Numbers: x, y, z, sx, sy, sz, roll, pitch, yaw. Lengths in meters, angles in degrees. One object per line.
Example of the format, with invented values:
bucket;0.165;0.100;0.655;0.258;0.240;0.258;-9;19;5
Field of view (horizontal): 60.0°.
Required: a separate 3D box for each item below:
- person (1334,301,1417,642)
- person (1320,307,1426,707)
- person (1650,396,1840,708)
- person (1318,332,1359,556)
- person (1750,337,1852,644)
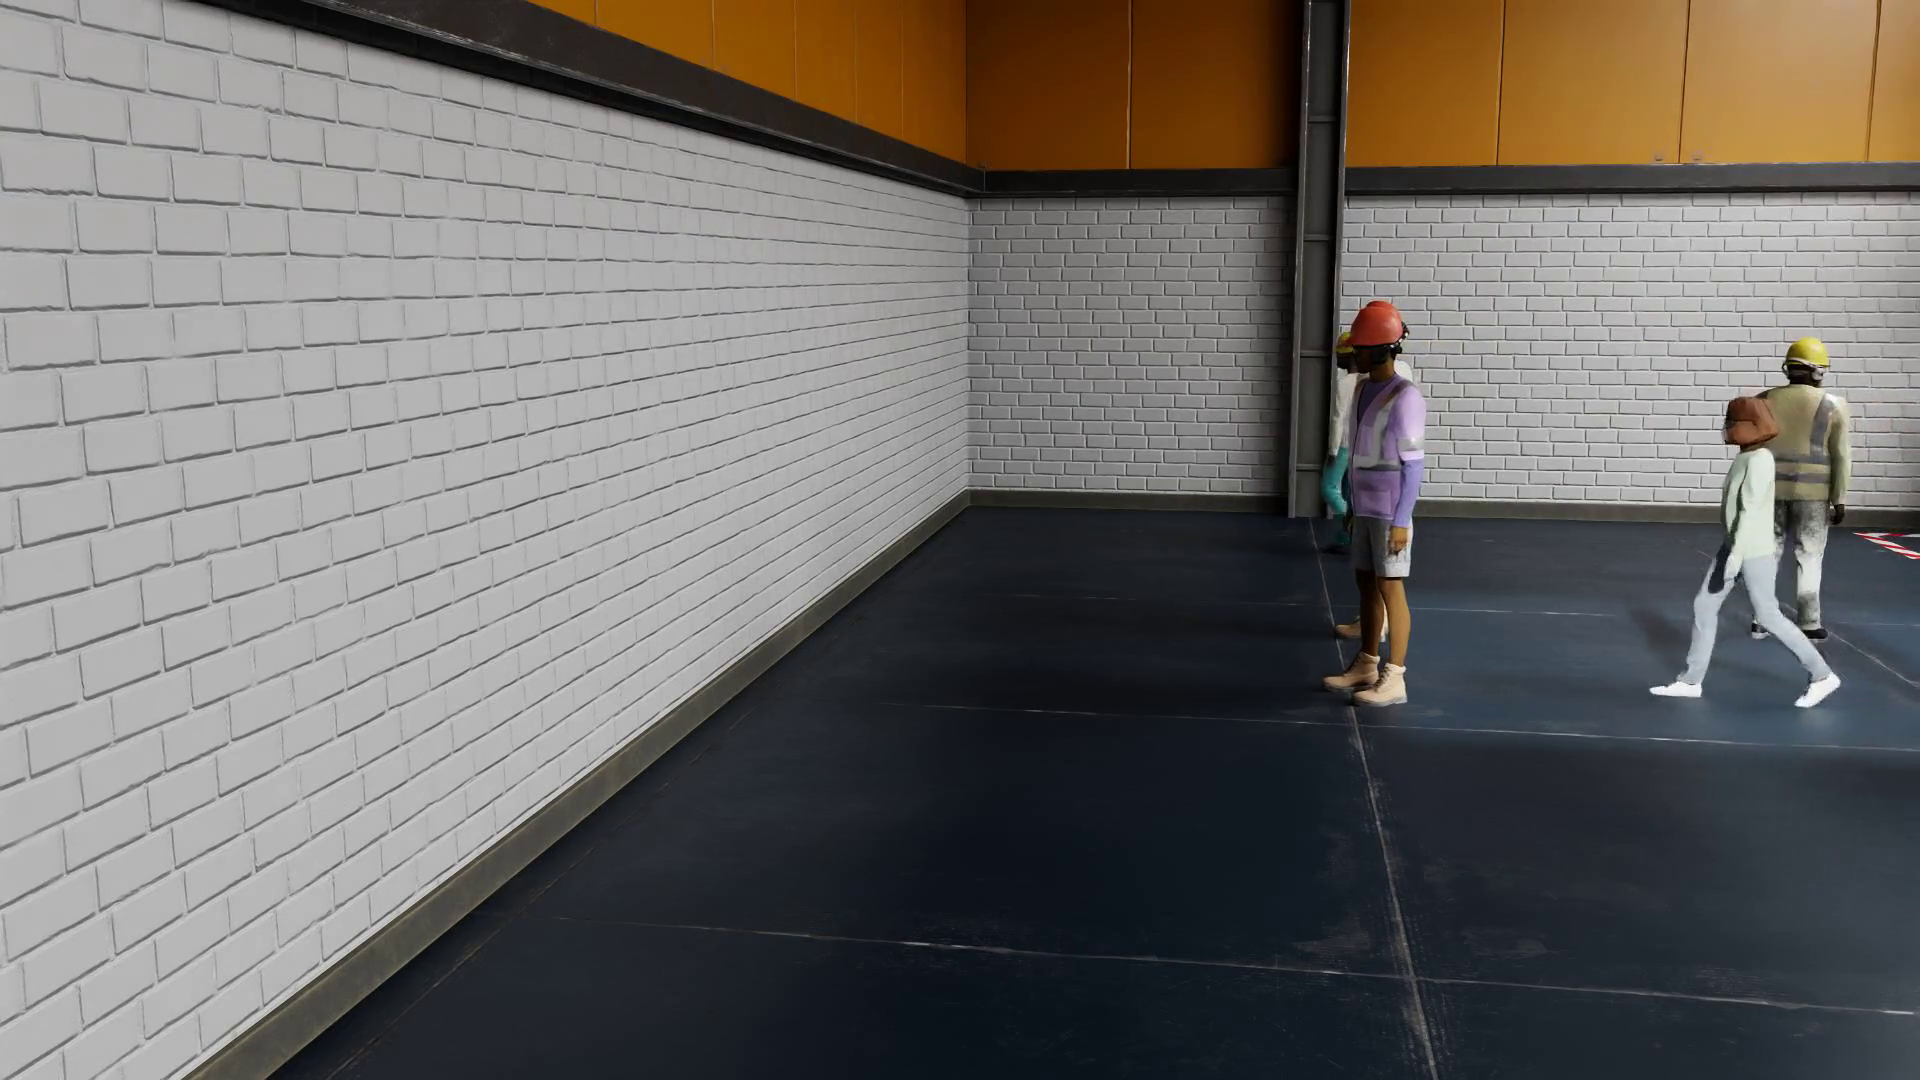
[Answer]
person;2.492;-0.411;10.025;0.376;2.042;0.615;7;11;37
person;2.124;-0.165;8.512;0.394;2.040;0.609;-2;9;-13
person;4.073;0.062;8.492;0.840;1.592;0.496;2;9;9
person;2.996;-0.729;12.881;0.543;1.763;0.427;-9;13;-44
person;5.004;-0.295;9.966;0.599;1.827;0.403;9;13;43
